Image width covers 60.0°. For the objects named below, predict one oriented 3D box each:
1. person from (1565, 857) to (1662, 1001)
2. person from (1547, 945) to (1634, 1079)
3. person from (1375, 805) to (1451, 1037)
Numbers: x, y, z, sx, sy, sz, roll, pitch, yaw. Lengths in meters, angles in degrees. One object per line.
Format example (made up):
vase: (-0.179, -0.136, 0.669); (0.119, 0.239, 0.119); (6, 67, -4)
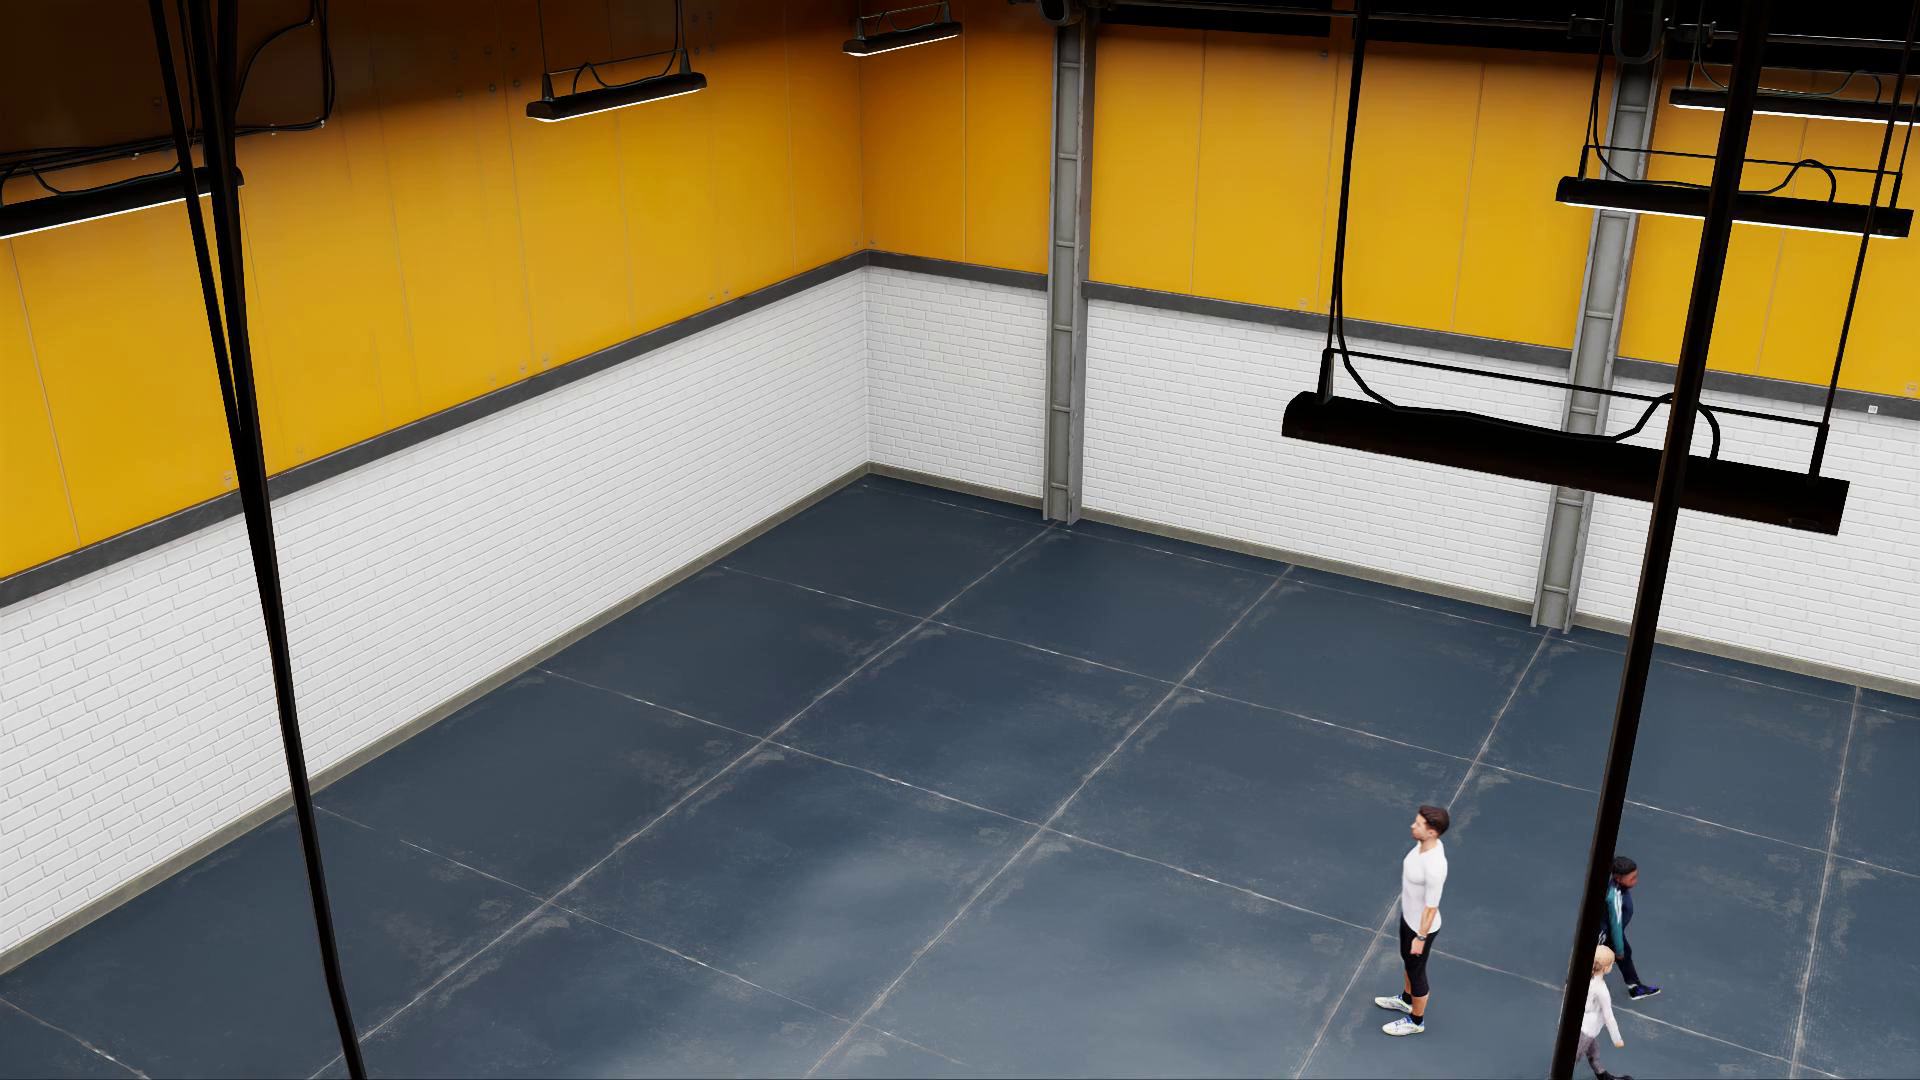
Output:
person: (4.714, 2.856, 12.258); (0.849, 1.225, 0.503); (12, 27, 26)
person: (4.145, 3.297, 11.221); (0.954, 1.247, 0.771); (1, 24, 2)
person: (3.280, 2.691, 11.853); (0.721, 1.851, 0.742); (2, 24, 5)
